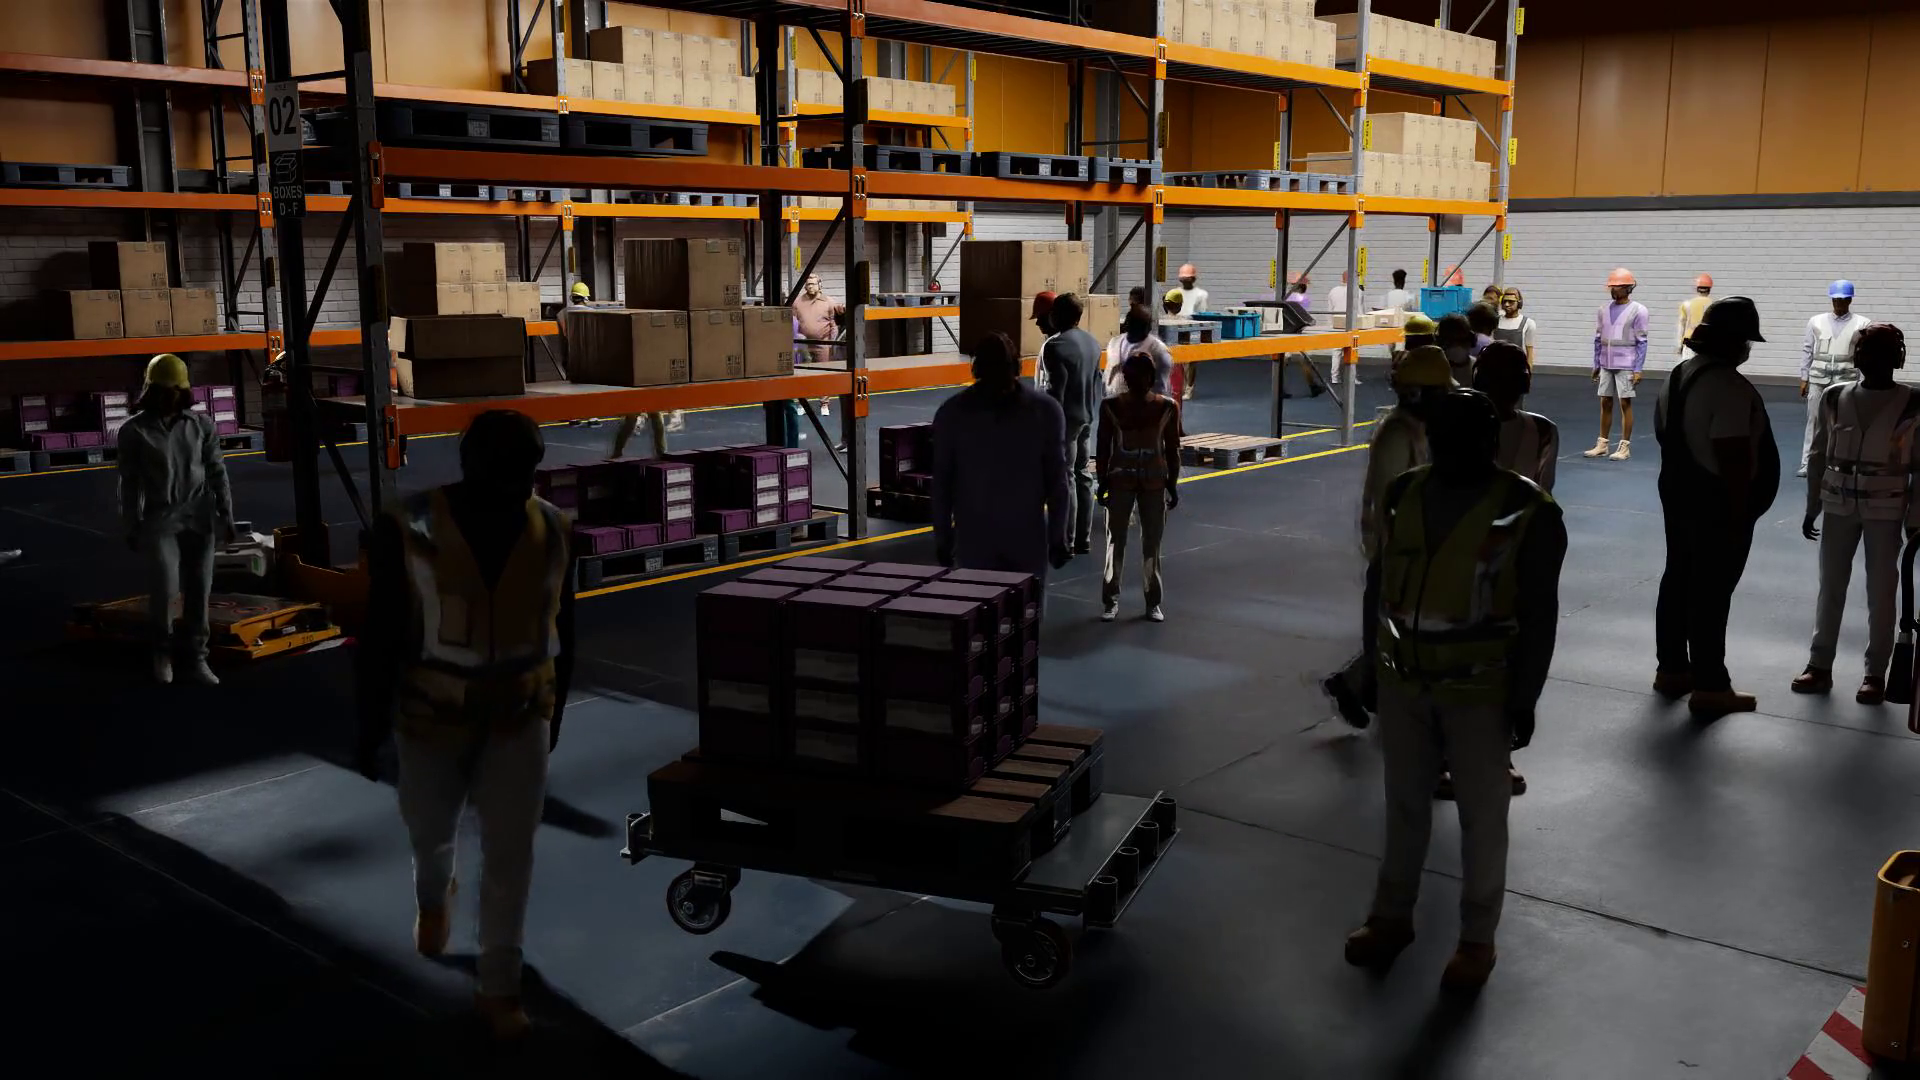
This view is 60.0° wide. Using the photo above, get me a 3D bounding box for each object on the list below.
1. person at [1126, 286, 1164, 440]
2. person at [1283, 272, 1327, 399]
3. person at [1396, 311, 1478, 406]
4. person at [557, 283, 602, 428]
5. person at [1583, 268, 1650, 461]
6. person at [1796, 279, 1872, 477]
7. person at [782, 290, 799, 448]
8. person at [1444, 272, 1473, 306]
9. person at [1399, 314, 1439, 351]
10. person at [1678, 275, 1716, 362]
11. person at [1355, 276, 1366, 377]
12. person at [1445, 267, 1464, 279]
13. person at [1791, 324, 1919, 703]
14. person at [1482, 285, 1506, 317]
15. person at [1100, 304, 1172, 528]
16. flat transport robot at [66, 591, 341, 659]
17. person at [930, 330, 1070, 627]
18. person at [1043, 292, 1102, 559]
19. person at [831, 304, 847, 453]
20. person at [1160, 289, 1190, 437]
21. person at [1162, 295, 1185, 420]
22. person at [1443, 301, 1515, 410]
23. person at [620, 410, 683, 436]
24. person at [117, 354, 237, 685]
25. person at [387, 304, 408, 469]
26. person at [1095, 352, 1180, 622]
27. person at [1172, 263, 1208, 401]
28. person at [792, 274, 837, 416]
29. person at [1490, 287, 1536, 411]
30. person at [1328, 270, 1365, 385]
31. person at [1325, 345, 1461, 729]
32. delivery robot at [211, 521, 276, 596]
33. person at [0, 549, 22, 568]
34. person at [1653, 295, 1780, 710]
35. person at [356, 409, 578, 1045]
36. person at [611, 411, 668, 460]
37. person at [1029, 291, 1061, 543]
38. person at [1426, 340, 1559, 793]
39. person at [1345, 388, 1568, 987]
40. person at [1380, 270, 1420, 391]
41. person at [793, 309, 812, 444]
[{"bbox_3d":[2.080,-1.951,18.809,0.517,1.842,0.834,7,12,35],"label":"person"},{"bbox_3d":[5.119,-3.061,24.954,0.957,1.888,0.569,-6,12,-31],"label":"person"},{"bbox_3d":[2.909,-0.432,10.018,0.652,1.903,0.903,1,10,4],"label":"person"},{"bbox_3d":[-4.767,-2.319,20.942,0.595,1.825,0.403,2,10,14],"label":"person"},{"bbox_3d":[6.993,-1.863,17.706,0.390,2.045,0.607,-6,12,-30],"label":"person"},{"bbox_3d":[8.554,-1.566,16.286,0.602,1.949,0.391,7,12,34],"label":"person"},{"bbox_3d":[-1.902,-1.764,17.707,0.373,1.843,0.572,5,11,26],"label":"person"},{"bbox_3d":[6.737,-2.700,22.792,0.545,1.936,0.383,7,12,36],"label":"person"},{"bbox_3d":[3.424,-0.804,12.467,0.331,1.767,0.527,-3,11,-19],"label":"person"},{"bbox_3d":[10.425,-2.797,23.494,0.557,1.889,1.021,6,12,31],"label":"person"},{"bbox_3d":[6.970,-3.768,29.340,0.328,1.769,0.526,2,10,10],"label":"person"},{"bbox_3d":[7.384,-3.127,25.144,0.641,1.982,0.635,-4,11,-23],"label":"person"},{"bbox_3d":[4.522,-0.135,8.326,0.356,1.883,0.574,-10,14,-43],"label":"person"},{"bbox_3d":[6.089,-1.993,19.099,0.576,1.844,0.698,7,12,33],"label":"person"},{"bbox_3d":[1.393,-0.979,13.321,0.489,1.817,0.653,-9,13,-41],"label":"person"},{"bbox_3d":[-4.332,0.462,9.512,1.431,0.197,0.652,4,11,23],"label":"flat transport robot"},{"bbox_3d":[0.184,-0.055,7.876,0.656,1.882,0.745,-1,10,-7],"label":"person"},{"bbox_3d":[0.784,-0.830,12.125,0.367,1.940,0.634,7,12,34],"label":"person"},{"bbox_3d":[-1.260,-1.780,18.383,0.314,1.639,0.517,-3,11,-18],"label":"person"},{"bbox_3d":[2.515,-2.086,19.765,0.526,1.769,0.330,10,14,44],"label":"person"},{"bbox_3d":[2.607,-2.232,20.789,0.535,1.700,0.318,6,12,32],"label":"person"},{"bbox_3d":[3.760,-0.824,12.309,1.014,1.874,0.645,-6,12,-31],"label":"person"},{"bbox_3d":[-3.747,-2.239,20.123,0.649,1.936,1.046,8,13,39],"label":"person"},{"bbox_3d":[-3.995,-0.089,8.515,0.362,1.723,0.503,10,14,44],"label":"person"},{"bbox_3d":[-5.853,-1.570,17.015,0.317,1.700,0.538,0,10,2],"label":"person"},{"bbox_3d":[1.072,-0.318,10.055,0.513,1.641,0.307,0,10,3],"label":"person"},{"bbox_3d":[3.399,-3.088,24.718,0.621,2.029,0.634,4,11,23],"label":"person"},{"bbox_3d":[-1.974,-2.615,22.378,0.636,1.911,0.405,1,10,4],"label":"person"},{"bbox_3d":[5.738,-1.716,17.435,0.507,1.846,0.345,6,12,32],"label":"person"},{"bbox_3d":[6.401,-3.514,27.510,0.643,1.905,0.399,9,13,41],"label":"person"},{"bbox_3d":[2.022,0.017,7.626,0.461,1.819,0.626,4,11,23],"label":"person"},{"bbox_3d":[-4.447,0.127,10.345,0.477,0.478,0.707,-2,10,-9],"label":"delivery robot"},{"bbox_3d":[-7.064,-0.646,11.290,1.025,1.862,0.603,-7,12,-36],"label":"person"},{"bbox_3d":[3.761,-0.200,8.245,0.535,2.000,0.674,-1,10,-4],"label":"person"},{"bbox_3d":[-1.464,0.498,4.977,0.676,1.800,0.892,-5,11,-24],"label":"person"},{"bbox_3d":[-3.190,-1.451,16.630,0.841,1.592,0.509,6,12,31],"label":"person"},{"bbox_3d":[0.704,-0.933,12.743,0.374,1.928,0.543,4,11,21],"label":"person"},{"bbox_3d":[2.185,0.116,6.894,0.582,1.882,0.338,-1,10,-8],"label":"person"},{"bbox_3d":[1.507,0.446,5.150,0.619,1.839,0.430,9,14,43],"label":"person"},{"bbox_3d":[6.979,-3.321,26.406,0.616,1.906,1.035,7,12,34],"label":"person"},{"bbox_3d":[-1.921,-1.798,18.645,0.529,1.576,0.868,6,11,29],"label":"person"}]
